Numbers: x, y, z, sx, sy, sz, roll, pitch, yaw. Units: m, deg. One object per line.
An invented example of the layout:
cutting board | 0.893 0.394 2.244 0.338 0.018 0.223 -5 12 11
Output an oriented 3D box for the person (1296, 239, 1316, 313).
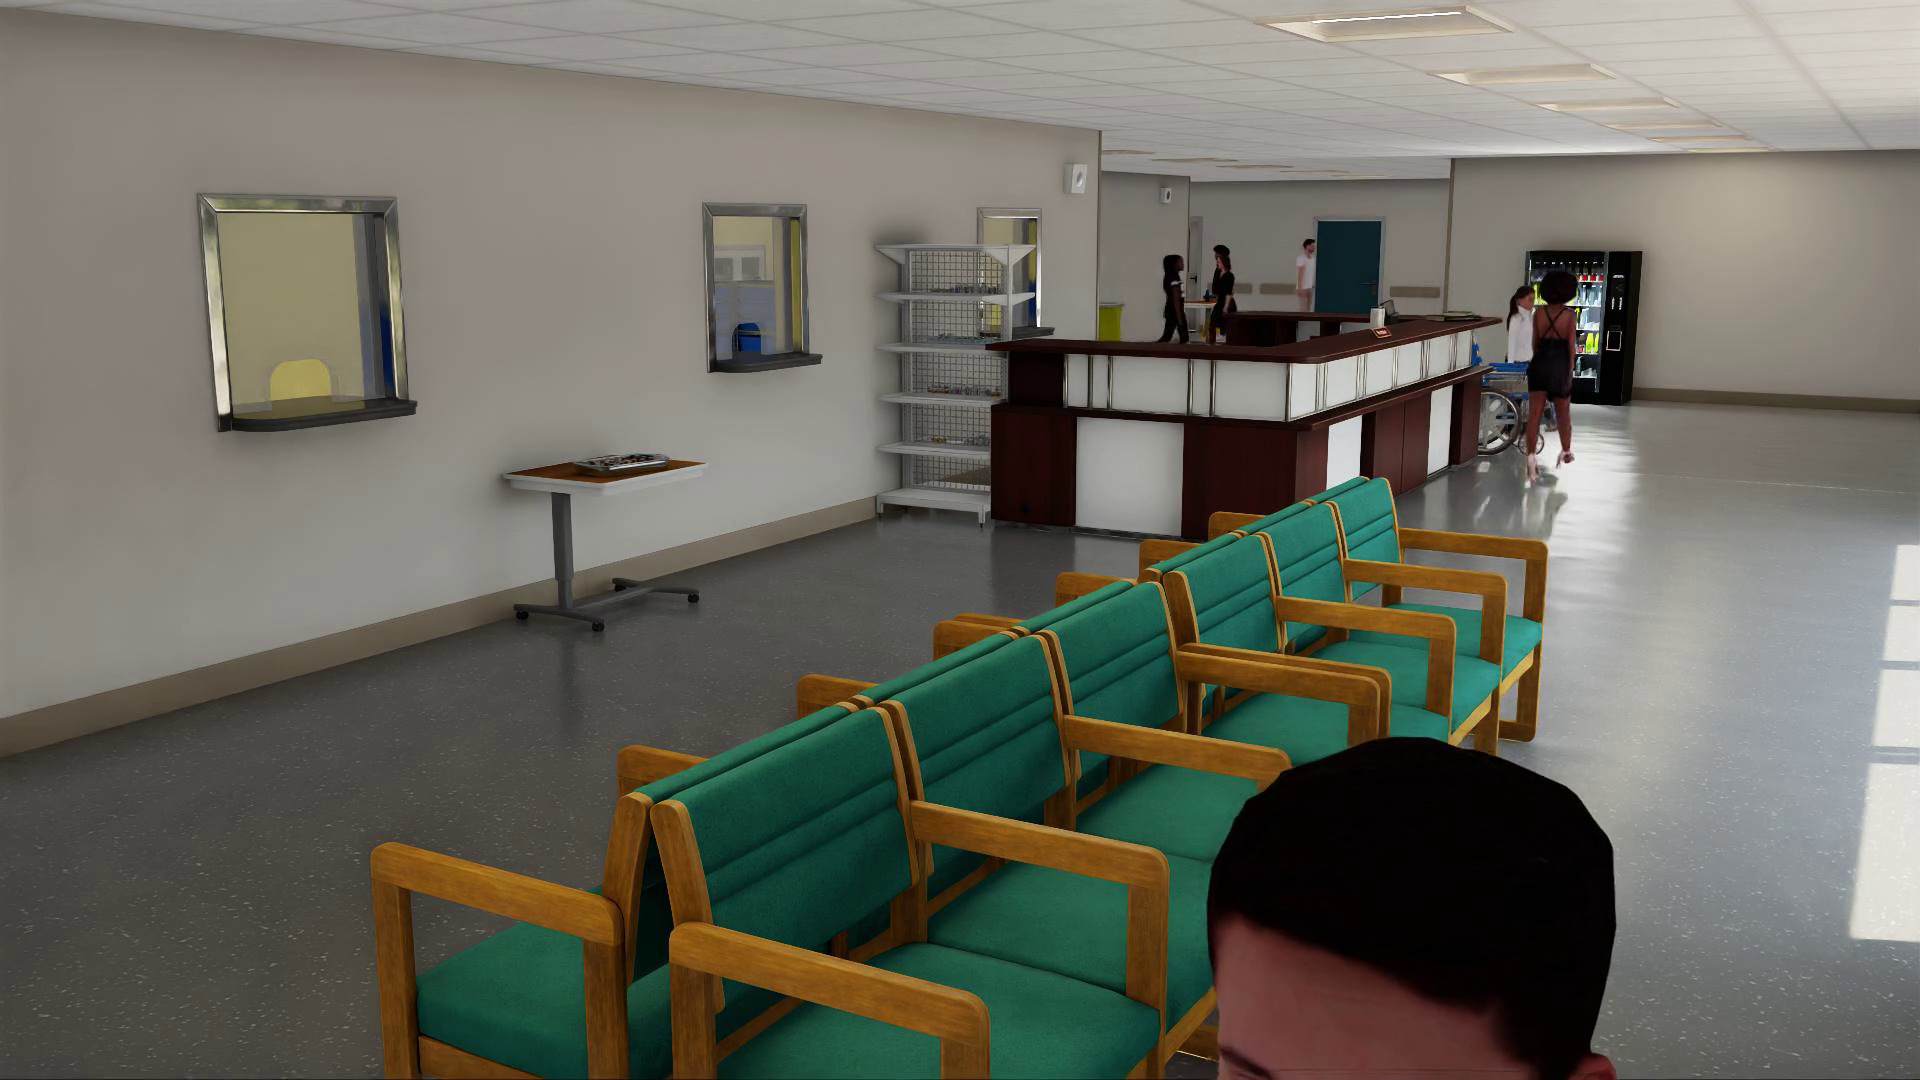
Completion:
person | 6.476 -4.755 31.567 0.799 1.867 0.864 -10 15 -43

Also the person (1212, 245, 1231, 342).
person | 4.908 -4.656 31.276 0.646 1.782 0.683 2 11 12

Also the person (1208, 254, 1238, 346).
person | 4.191 -3.562 25.770 0.883 1.684 0.863 -6 12 -29

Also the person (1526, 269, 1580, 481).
person | 4.878 -1.321 13.837 1.095 1.731 0.672 8 13 35

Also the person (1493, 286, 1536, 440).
person | 5.544 -1.779 16.746 0.660 1.546 0.564 7 13 34
